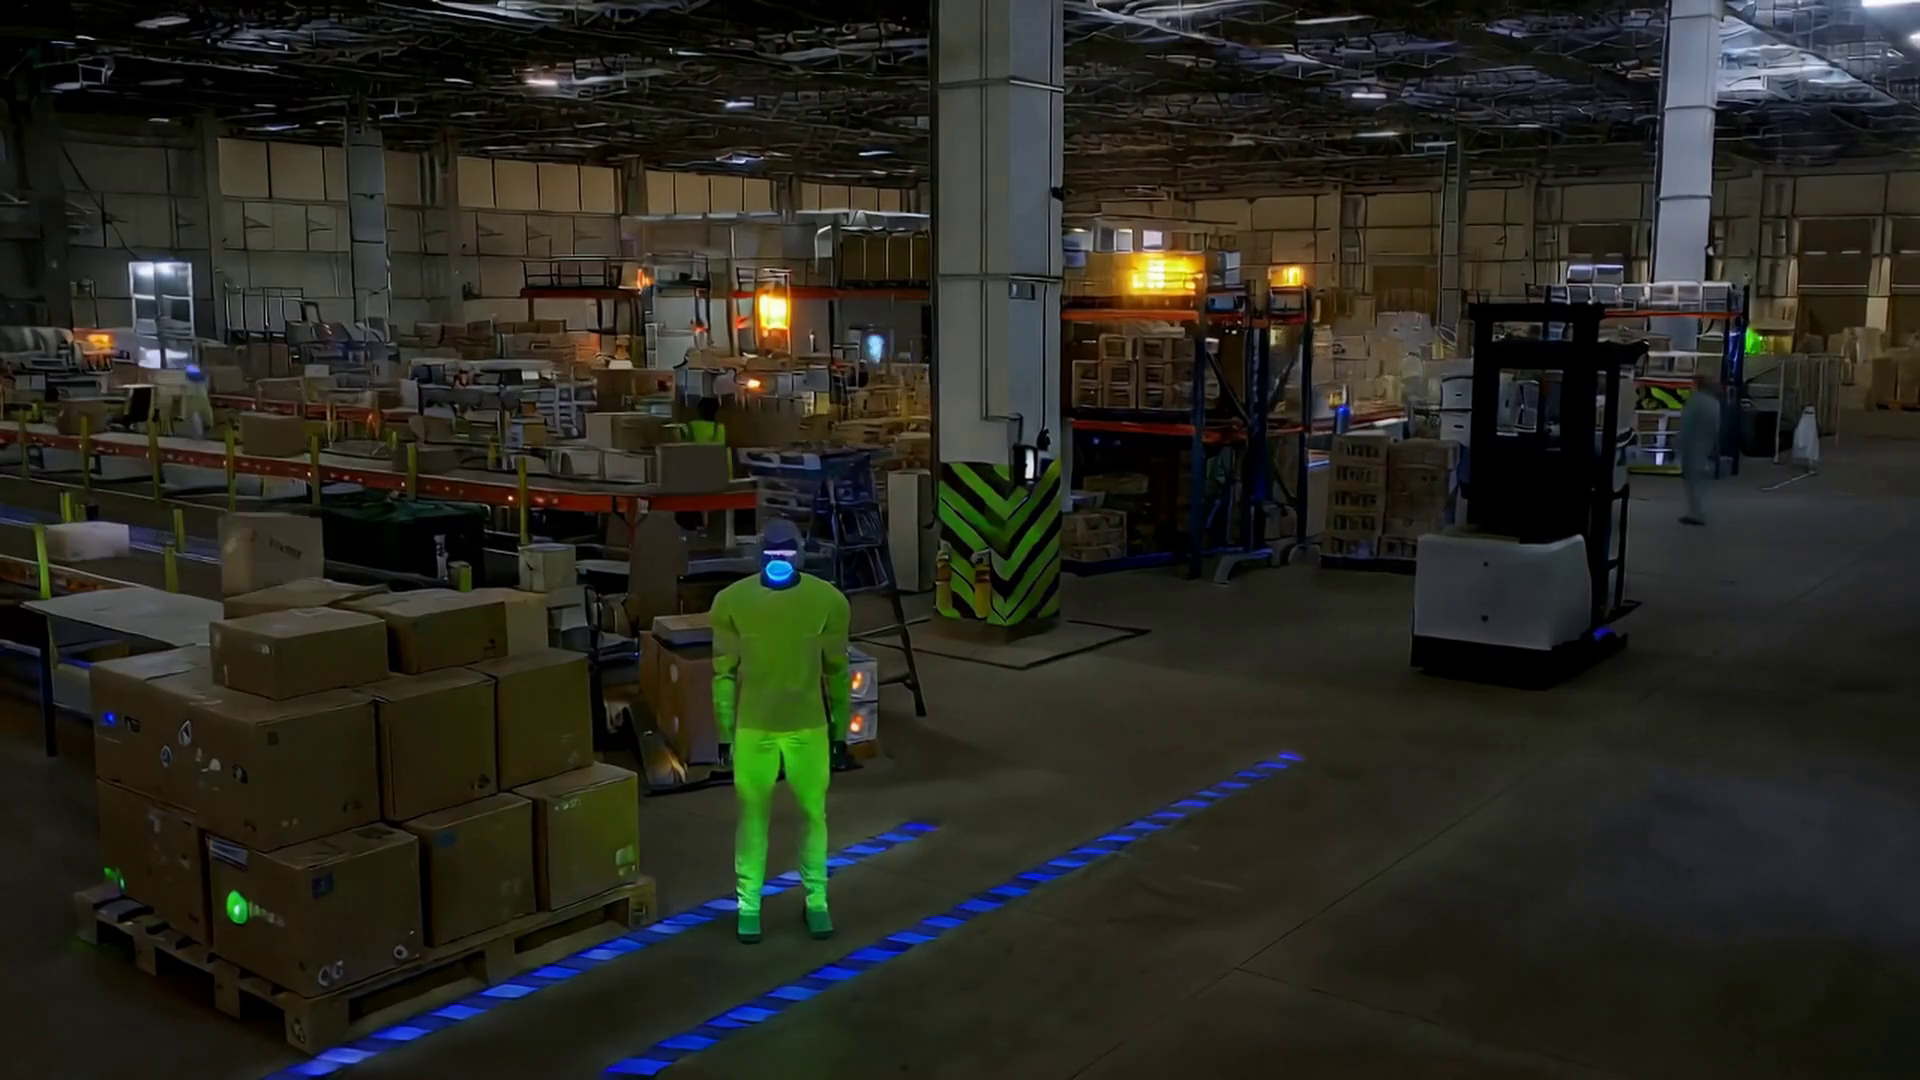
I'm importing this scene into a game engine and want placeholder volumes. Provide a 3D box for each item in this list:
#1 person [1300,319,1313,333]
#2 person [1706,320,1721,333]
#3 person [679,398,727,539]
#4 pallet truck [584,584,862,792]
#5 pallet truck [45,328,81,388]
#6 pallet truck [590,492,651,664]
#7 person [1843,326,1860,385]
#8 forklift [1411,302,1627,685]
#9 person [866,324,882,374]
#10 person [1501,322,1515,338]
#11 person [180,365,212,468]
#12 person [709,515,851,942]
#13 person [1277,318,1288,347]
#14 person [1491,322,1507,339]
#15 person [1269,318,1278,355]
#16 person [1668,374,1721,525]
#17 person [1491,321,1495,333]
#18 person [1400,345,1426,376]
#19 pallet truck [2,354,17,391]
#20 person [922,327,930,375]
[{"bbox_3d":[18.001,-10.891,86.512,0.629,1.923,0.898,-6,11,-37],"label":"person"},{"bbox_3d":[28.820,-7.475,63.655,0.655,1.883,1.039,-2,9,-13],"label":"person"},{"bbox_3d":[-3.041,-0.848,19.681,0.587,1.660,0.379,-1,8,-4],"label":"person"},{"bbox_3d":[-1.426,0.805,10.019,1.601,1.201,0.680,-4,9,-26],"label":"pallet truck"},{"bbox_3d":[-23.775,-4.544,43.495,1.885,1.965,0.823,6,10,35],"label":"pallet truck"},{"bbox_3d":[-3.115,0.344,12.883,0.653,1.274,1.630,7,11,37],"label":"pallet truck"},{"bbox_3d":[28.234,-5.829,52.641,0.326,1.861,0.498,-4,9,-27],"label":"person"},{"bbox_3d":[4.379,-0.438,12.852,1.129,2.768,1.873,7,11,37],"label":"forklift"},{"bbox_3d":[-2.537,-5.200,47.865,0.771,2.016,0.629,5,10,31],"label":"person"},{"bbox_3d":[16.958,-5.784,51.860,0.619,1.994,0.381,7,11,39],"label":"person"},{"bbox_3d":[-12.709,-2.055,27.651,0.893,1.720,0.535,2,9,14],"label":"person"},{"bbox_3d":[-0.797,0.842,7.435,0.624,1.931,0.377,-1,9,-7],"label":"person"},{"bbox_3d":[15.853,-10.179,82.058,0.645,1.823,0.441,-1,8,-5],"label":"person"},{"bbox_3d":[16.026,-5.460,49.521,0.537,2.000,0.680,-7,11,-41],"label":"person"},{"bbox_3d":[13.207,-8.509,70.630,0.565,1.881,1.012,6,10,34],"label":"person"},{"bbox_3d":[9.165,-1.139,20.915,0.657,1.889,0.634,-7,11,-38],"label":"person"},{"bbox_3d":[23.036,-8.726,72.103,0.601,1.880,0.974,7,11,38],"label":"person"},{"bbox_3d":[9.827,-3.348,36.152,0.609,1.789,0.921,6,10,36],"label":"person"},{"bbox_3d":[-24.881,-4.417,42.634,1.885,1.965,0.823,8,11,41],"label":"pallet truck"},{"bbox_3d":[-0.935,-6.651,58.306,1.052,1.827,0.567,6,11,37],"label":"person"}]
